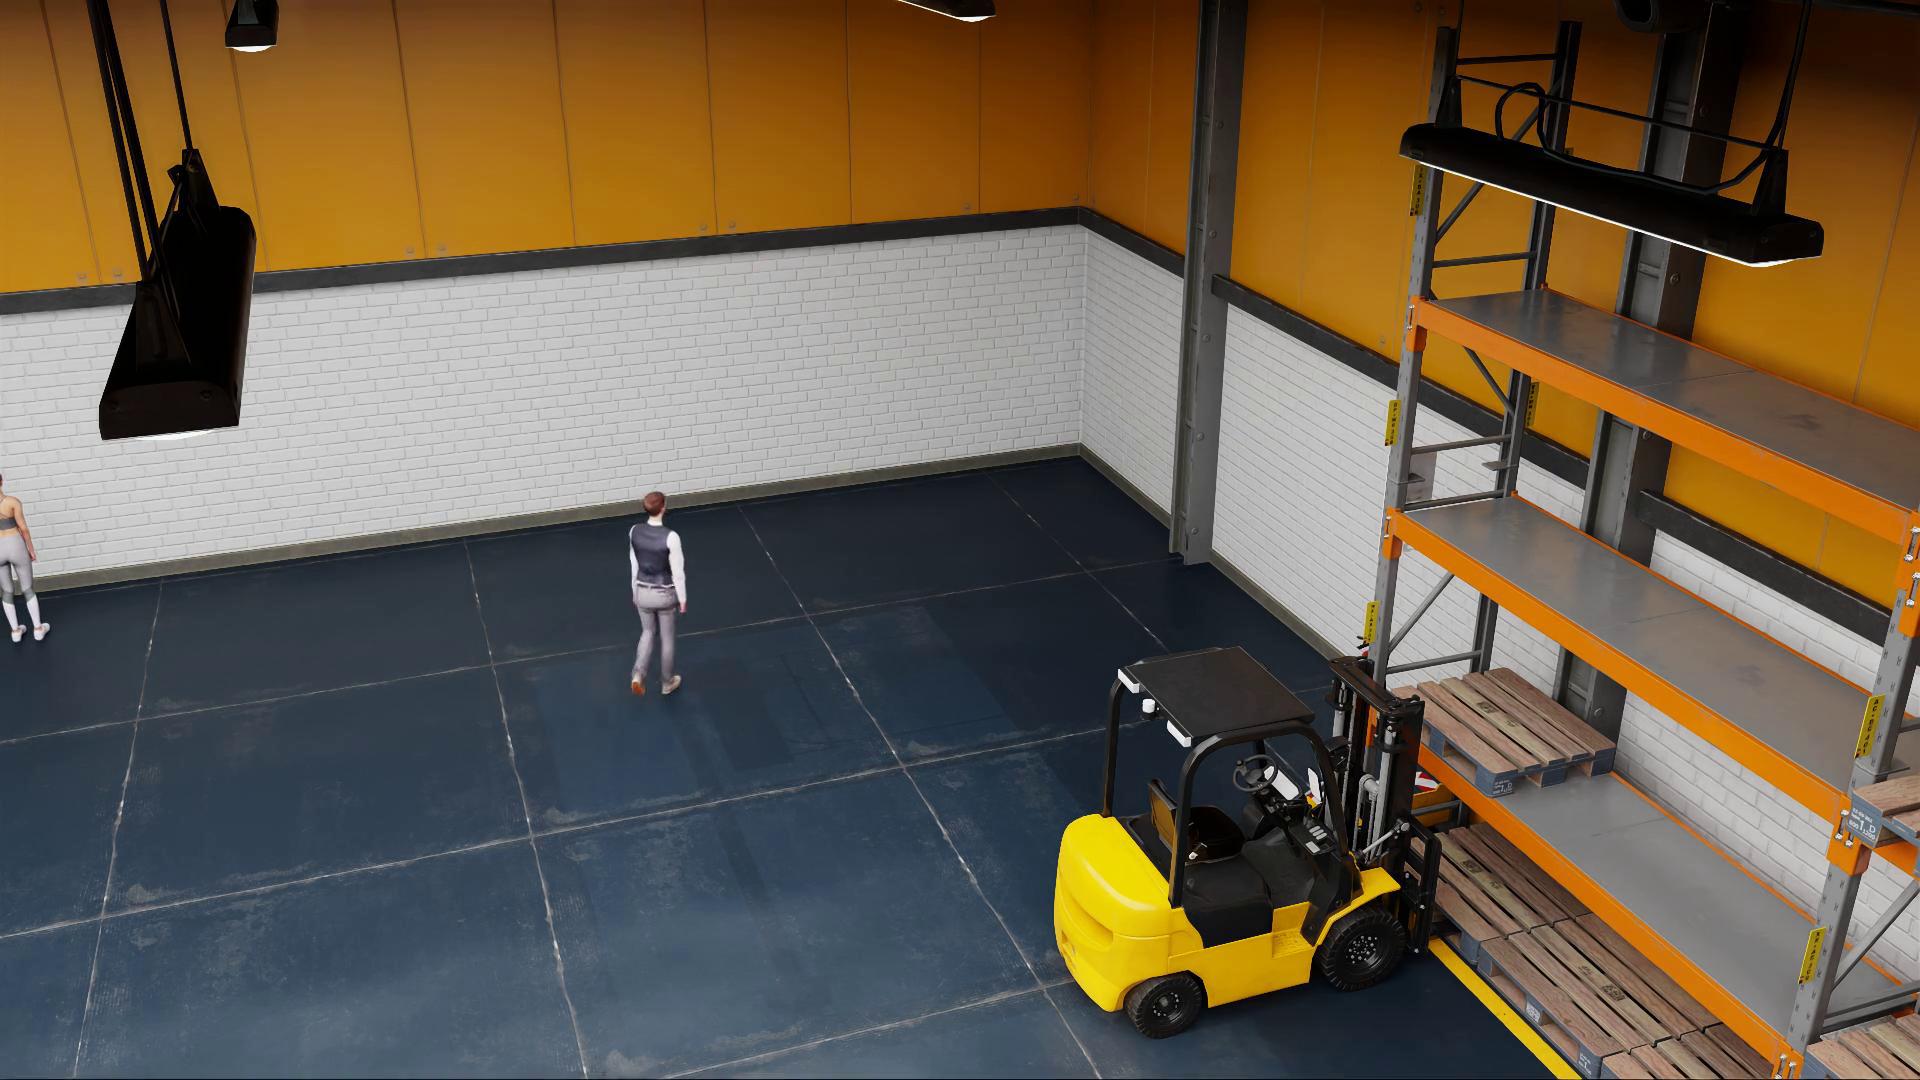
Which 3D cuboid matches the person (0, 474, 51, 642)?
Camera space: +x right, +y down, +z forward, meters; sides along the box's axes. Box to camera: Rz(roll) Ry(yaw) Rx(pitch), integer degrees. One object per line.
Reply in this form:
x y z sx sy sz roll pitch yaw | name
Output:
-8.894 0.135 15.550 0.549 1.703 0.526 -7 25 -15 | person

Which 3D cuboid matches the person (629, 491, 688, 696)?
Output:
-2.672 0.515 14.406 0.963 1.923 1.046 8 25 17 | person
